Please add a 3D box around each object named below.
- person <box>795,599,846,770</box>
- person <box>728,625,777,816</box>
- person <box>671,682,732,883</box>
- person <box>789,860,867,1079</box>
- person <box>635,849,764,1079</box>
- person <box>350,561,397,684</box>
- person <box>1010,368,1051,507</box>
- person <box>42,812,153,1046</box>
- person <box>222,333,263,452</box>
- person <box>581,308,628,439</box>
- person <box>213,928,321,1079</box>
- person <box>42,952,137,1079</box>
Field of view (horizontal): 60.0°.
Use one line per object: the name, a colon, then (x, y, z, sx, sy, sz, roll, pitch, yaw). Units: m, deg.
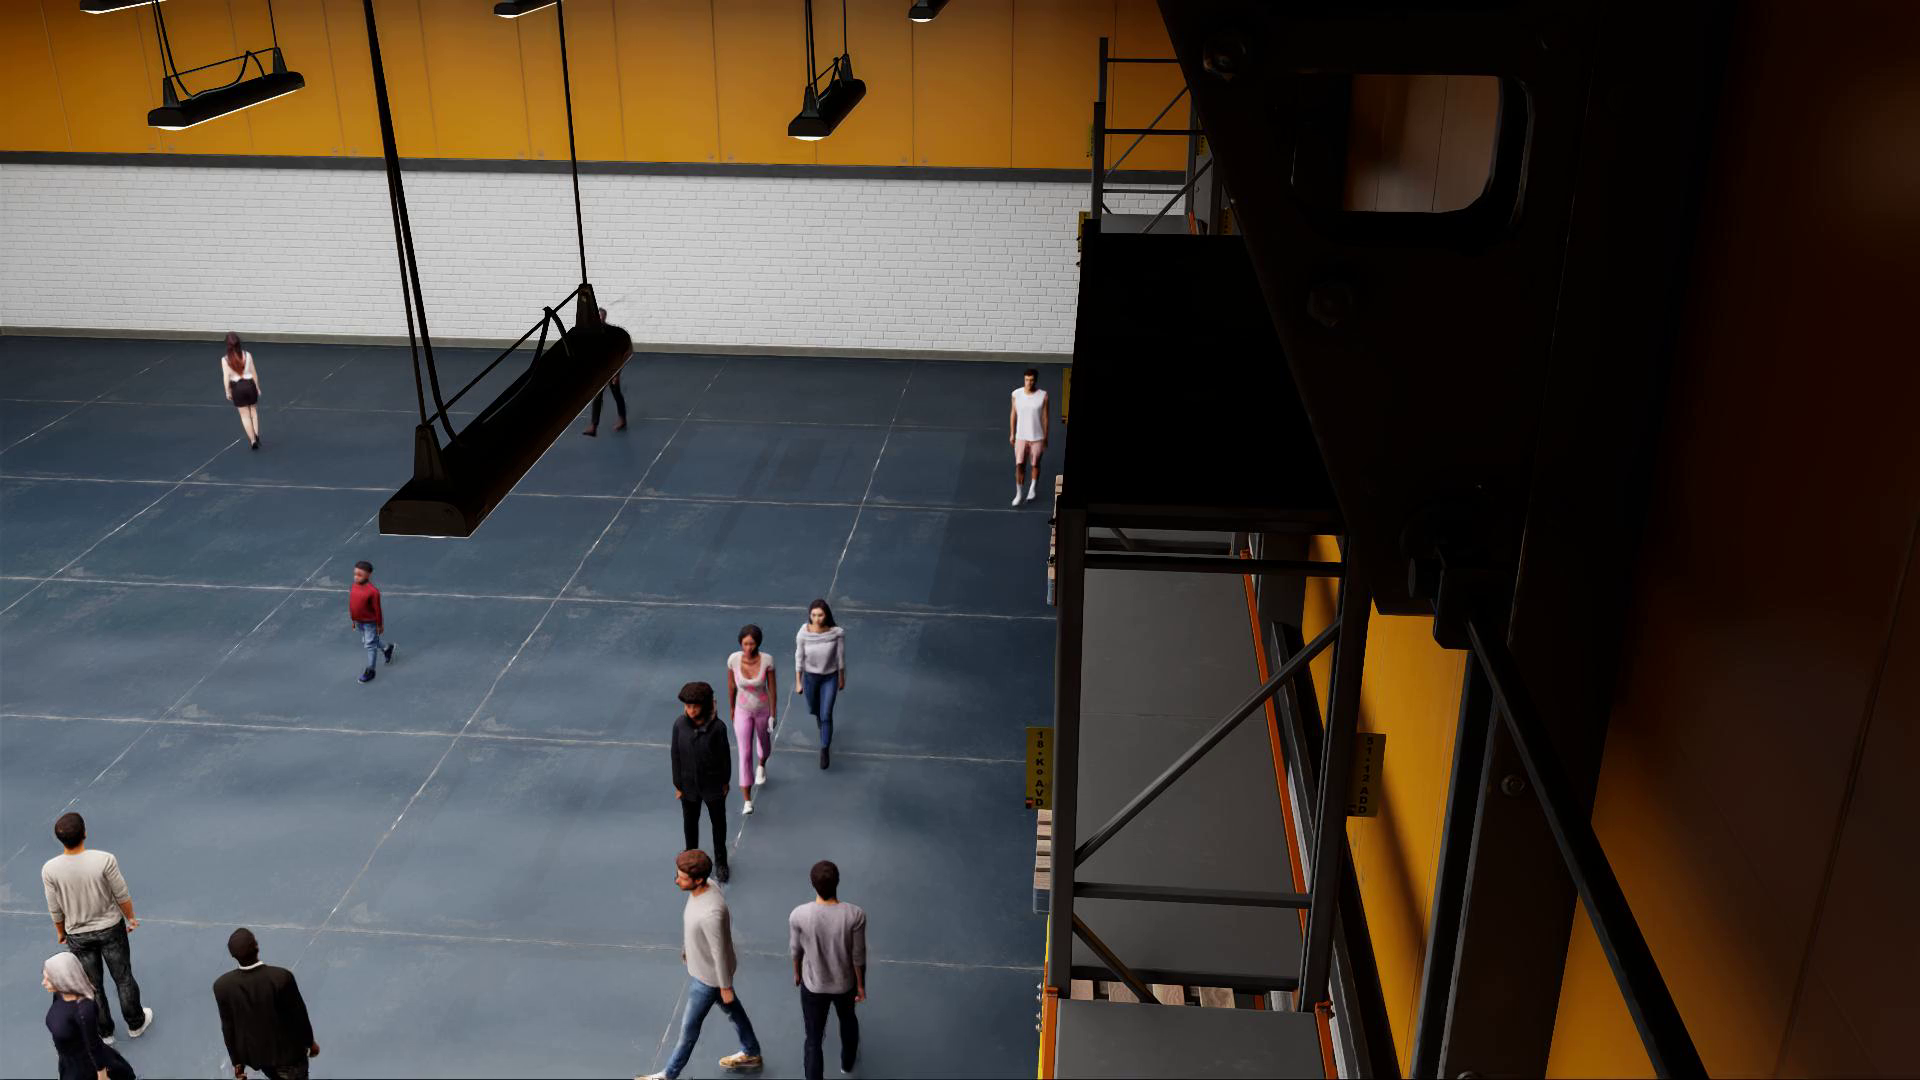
person: (-1.267, 1.237, 15.168, 0.661, 1.608, 1.018, 1, 24, 1)
person: (-1.790, 1.482, 14.503, 0.690, 1.691, 1.202, 0, 24, 0)
person: (-2.076, 1.922, 13.388, 0.645, 1.778, 0.601, 0, 24, -1)
person: (-0.873, 2.974, 10.939, 0.771, 1.813, 1.157, -2, 24, -4)
person: (-1.569, 2.865, 11.134, 1.037, 1.856, 1.174, -6, 24, -14)
person: (-5.911, 0.769, 16.690, 0.715, 1.245, 0.880, 13, 27, 28)
person: (0.902, -1.335, 20.858, 0.739, 1.763, 0.945, 5, 24, 11)
person: (-6.021, 2.699, 11.569, 0.733, 1.811, 0.694, -8, 25, -18)
person: (-9.656, -1.972, 22.473, 0.702, 1.638, 0.761, -18, 29, -35)
person: (-4.855, -2.344, 23.133, 0.971, 1.790, 1.233, 10, 26, 22)
person: (-4.299, 3.245, 10.365, 0.730, 1.775, 1.076, 0, 24, -1)
person: (-5.351, 3.280, 10.381, 1.203, 1.698, 1.094, -21, 31, -39)
